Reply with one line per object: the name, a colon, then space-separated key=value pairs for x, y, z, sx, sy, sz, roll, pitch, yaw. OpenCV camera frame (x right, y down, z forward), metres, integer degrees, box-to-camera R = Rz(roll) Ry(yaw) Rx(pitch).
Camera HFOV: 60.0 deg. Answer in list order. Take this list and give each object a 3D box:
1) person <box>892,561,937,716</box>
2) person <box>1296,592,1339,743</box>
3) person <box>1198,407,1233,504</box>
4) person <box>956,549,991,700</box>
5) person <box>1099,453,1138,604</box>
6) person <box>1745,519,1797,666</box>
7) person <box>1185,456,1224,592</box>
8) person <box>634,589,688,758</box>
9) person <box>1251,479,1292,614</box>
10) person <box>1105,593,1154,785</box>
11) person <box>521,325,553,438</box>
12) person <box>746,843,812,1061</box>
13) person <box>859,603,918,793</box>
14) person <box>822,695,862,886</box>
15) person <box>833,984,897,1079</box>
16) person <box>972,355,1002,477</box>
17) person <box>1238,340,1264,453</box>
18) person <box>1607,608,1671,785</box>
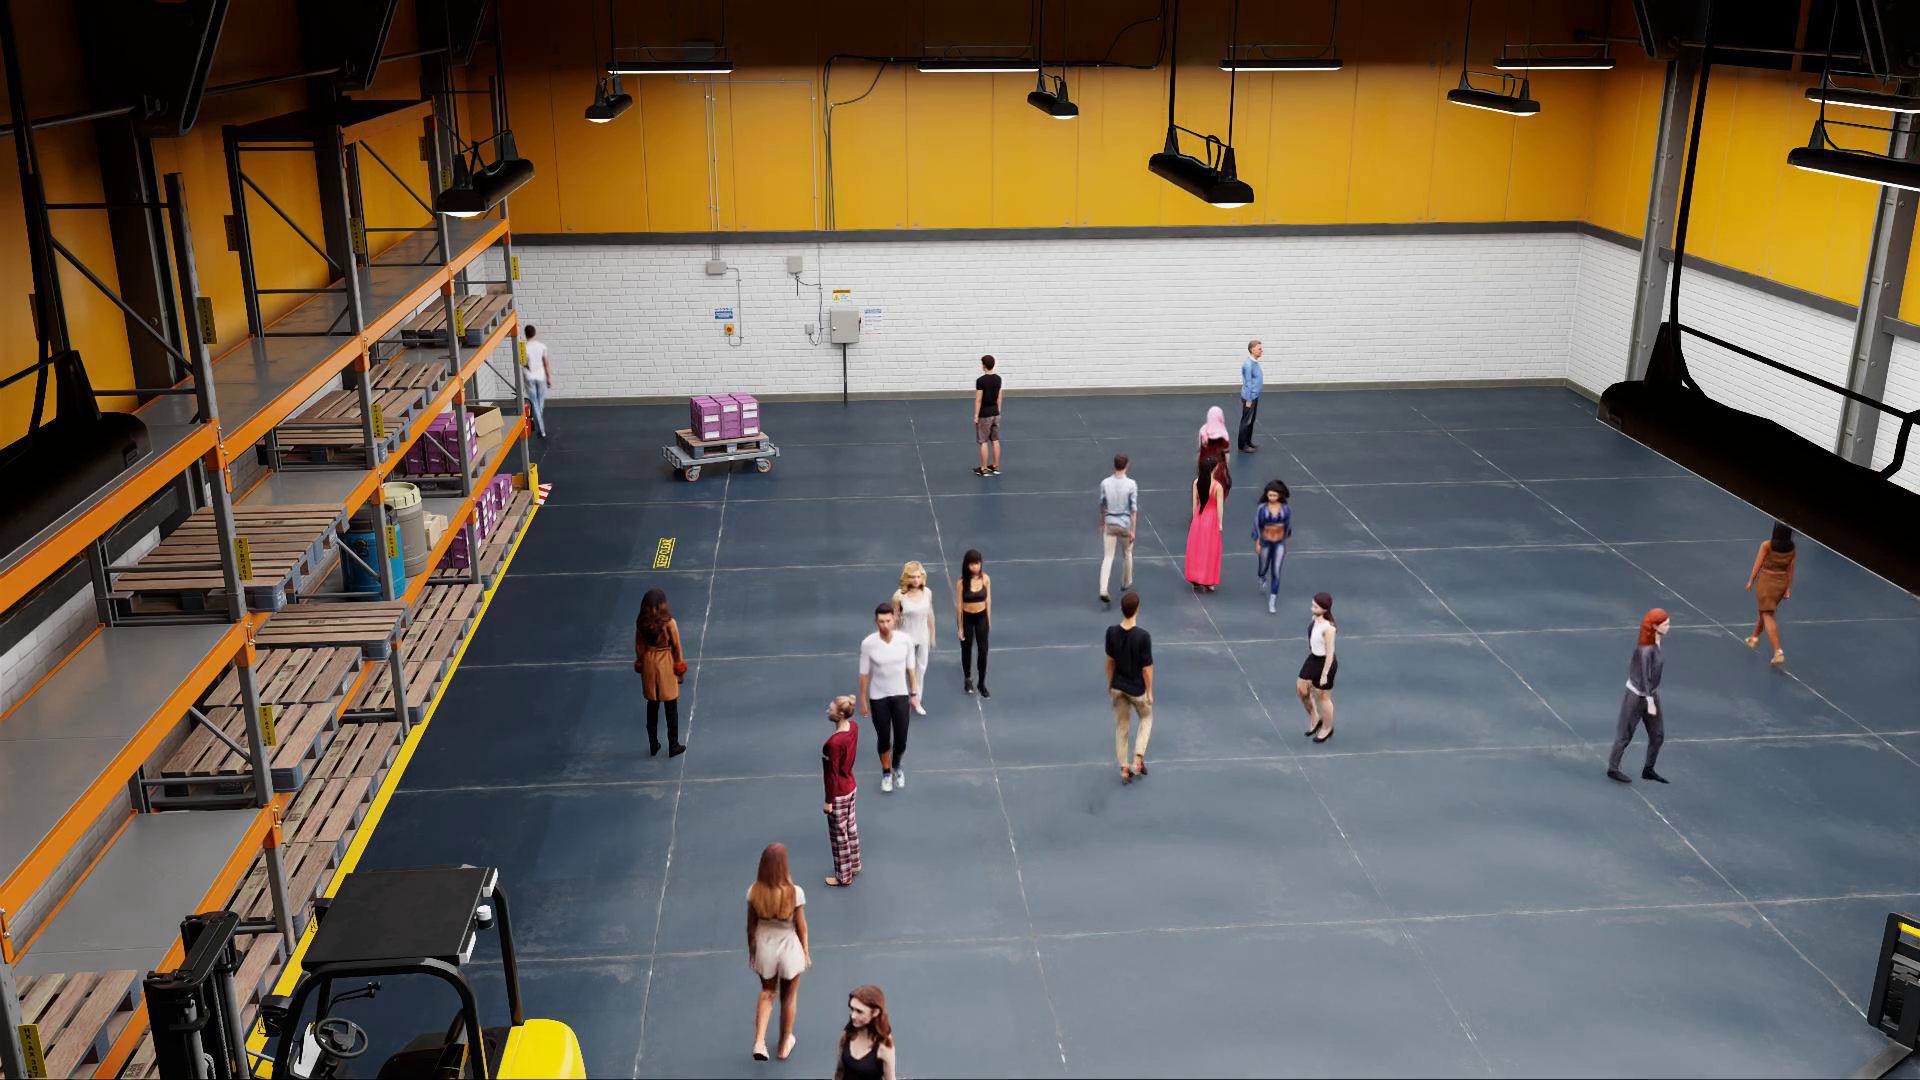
person: x=-0.496 y=0.971 z=17.155 sx=0.714 sy=1.659 sz=0.780 roll=-8 pitch=20 yaw=-22
person: x=3.636 y=1.253 z=16.368 sx=0.700 sy=1.626 sz=0.630 roll=-5 pitch=19 yaw=-15
person: x=3.502 y=-1.052 z=23.203 sx=0.895 sy=1.633 sz=0.958 roll=14 pitch=23 yaw=36
person: x=0.109 y=0.843 z=17.588 sx=0.579 sy=1.625 sz=0.735 roll=-3 pitch=19 yaw=-10
person: x=1.881 y=-0.119 z=20.149 sx=1.015 sy=1.813 sz=1.304 roll=7 pitch=20 yaw=19
person: x=8.973 y=0.582 z=18.325 sx=0.605 sy=1.649 sz=1.082 roll=-3 pitch=19 yaw=-9
person: x=3.037 y=-0.201 z=20.535 sx=0.709 sy=1.724 sz=0.764 roll=14 pitch=23 yaw=36
person: x=-2.909 y=1.279 z=16.146 sx=0.764 sy=1.720 sz=0.714 roll=5 pitch=19 yaw=13
person: x=3.742 y=0.039 z=20.010 sx=0.735 sy=1.603 sz=1.017 roll=2 pitch=19 yaw=5
person: x=1.545 y=1.426 z=15.528 sx=0.770 sy=1.835 sz=0.780 roll=9 pitch=21 yaw=26
person: x=-7.013 y=-2.606 z=27.532 sx=1.015 sy=1.816 sz=1.219 roll=-12 pitch=22 yaw=-31
person: x=-1.271 y=2.888 z=11.429 sx=0.710 sy=1.681 sz=0.859 roll=4 pitch=19 yaw=12
person: x=-0.666 y=1.432 z=15.507 sx=0.686 sy=1.838 sz=0.596 roll=-1 pitch=19 yaw=-4
person: x=-0.992 y=2.071 z=13.845 sx=0.736 sy=1.688 sz=0.570 roll=6 pitch=19 yaw=16
person: x=-0.492 y=3.374 z=9.902 sx=0.767 sy=1.735 sz=0.829 roll=13 pitch=23 yaw=35
person: x=0.428 y=-1.911 z=25.398 sx=0.744 sy=1.860 sz=0.778 roll=-16 pitch=25 yaw=-40
person: x=4.662 y=-2.331 z=26.720 sx=0.780 sy=1.813 sz=0.656 roll=7 pitch=20 yaw=21
person: x=6.277 y=1.462 z=15.558 sx=0.885 sy=1.748 sz=0.826 roll=15 pitch=24 yaw=38
